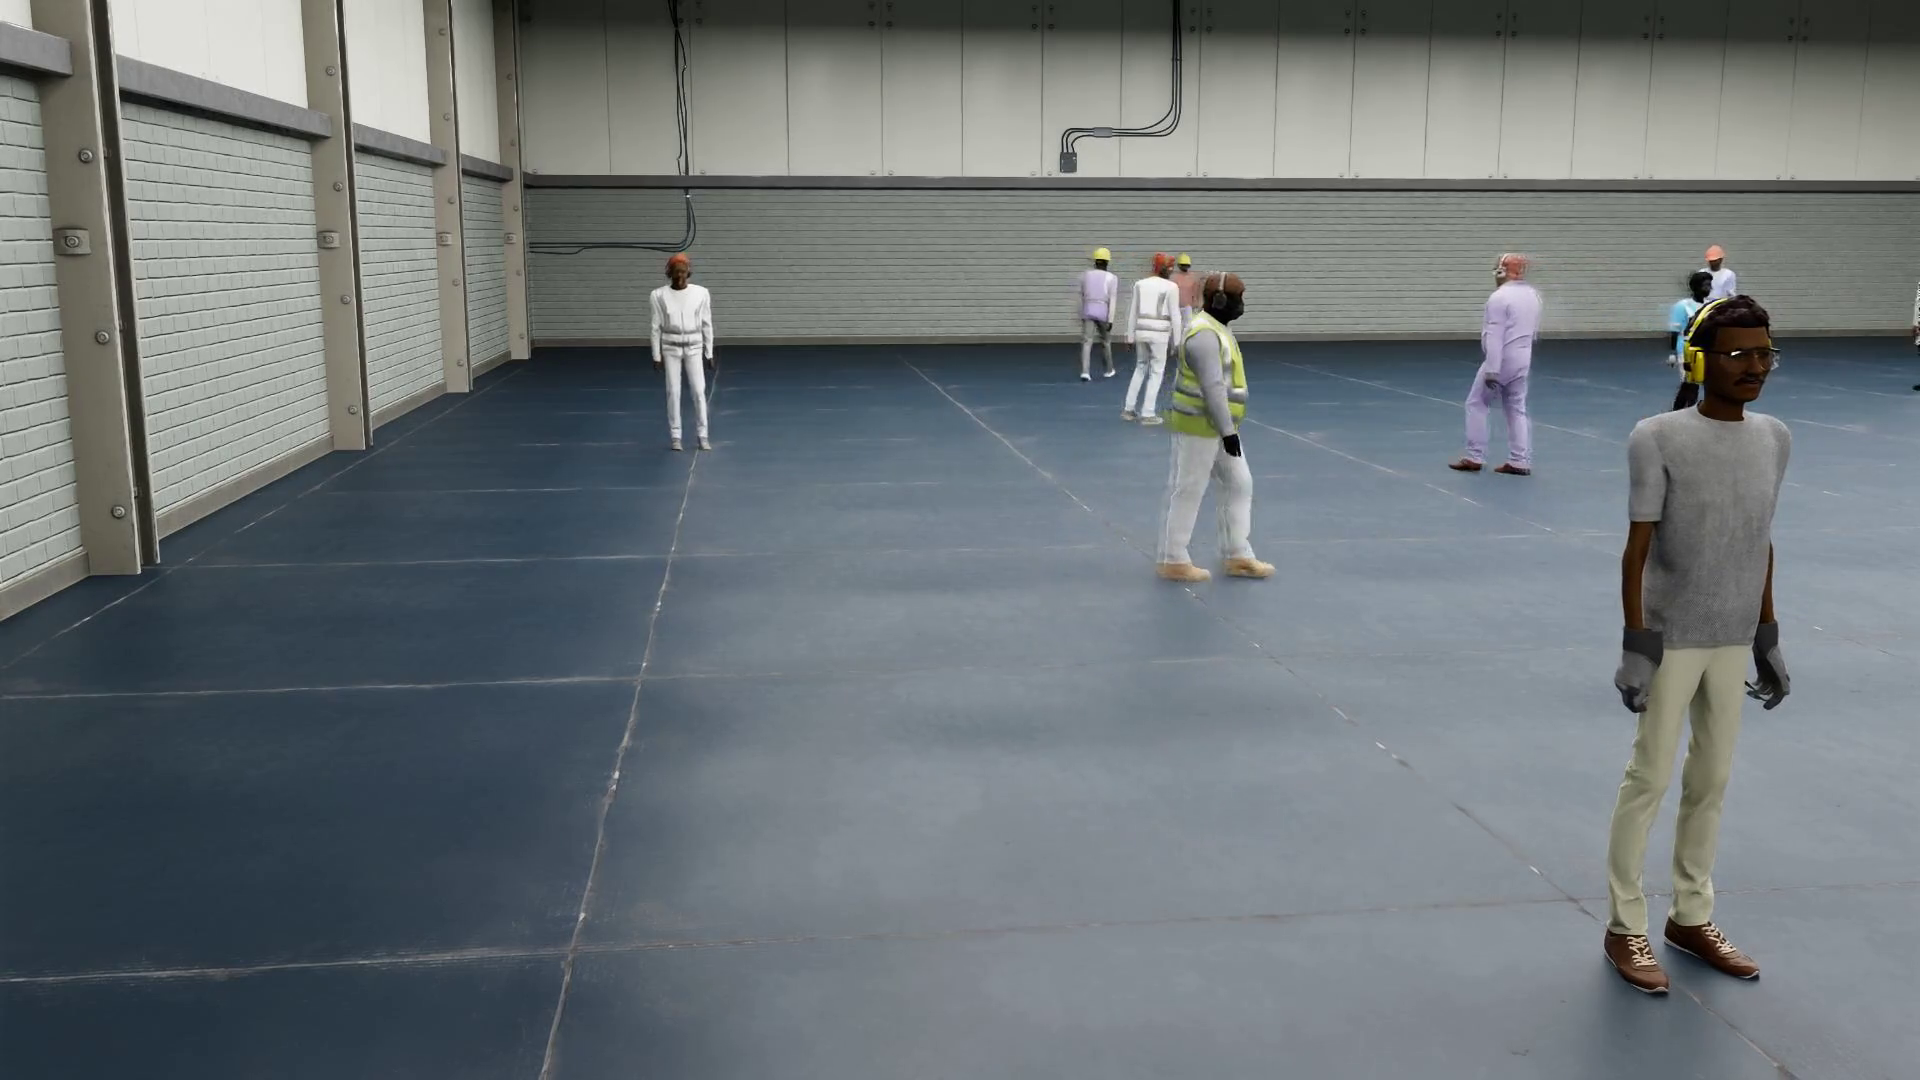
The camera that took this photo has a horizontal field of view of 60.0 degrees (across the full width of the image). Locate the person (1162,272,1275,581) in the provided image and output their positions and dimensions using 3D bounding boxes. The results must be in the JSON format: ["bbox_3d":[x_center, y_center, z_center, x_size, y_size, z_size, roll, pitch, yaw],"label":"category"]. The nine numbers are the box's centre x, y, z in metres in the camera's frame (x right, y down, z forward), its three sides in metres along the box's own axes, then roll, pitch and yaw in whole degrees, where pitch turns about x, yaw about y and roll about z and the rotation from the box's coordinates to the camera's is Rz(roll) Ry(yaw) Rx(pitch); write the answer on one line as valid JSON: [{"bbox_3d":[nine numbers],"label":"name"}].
[{"bbox_3d":[1.559,-0.642,9.722,0.783,1.813,0.640,4,11,21],"label":"person"}]

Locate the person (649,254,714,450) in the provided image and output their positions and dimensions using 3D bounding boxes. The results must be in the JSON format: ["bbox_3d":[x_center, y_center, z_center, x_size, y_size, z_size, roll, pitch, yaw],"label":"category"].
[{"bbox_3d":[-2.634,-1.761,15.751,0.598,1.861,0.444,-3,11,-14],"label":"person"}]

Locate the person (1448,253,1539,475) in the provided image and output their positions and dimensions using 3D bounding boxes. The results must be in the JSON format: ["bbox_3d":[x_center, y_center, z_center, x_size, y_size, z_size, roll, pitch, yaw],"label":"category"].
[{"bbox_3d":[4.576,-1.502,14.260,0.675,1.875,0.781,-8,13,-39],"label":"person"}]

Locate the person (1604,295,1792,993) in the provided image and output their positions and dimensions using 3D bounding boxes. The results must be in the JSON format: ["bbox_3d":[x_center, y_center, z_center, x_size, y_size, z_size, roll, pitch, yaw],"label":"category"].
[{"bbox_3d":[2.015,0.281,4.497,0.517,1.873,0.328,-3,11,-16],"label":"person"}]

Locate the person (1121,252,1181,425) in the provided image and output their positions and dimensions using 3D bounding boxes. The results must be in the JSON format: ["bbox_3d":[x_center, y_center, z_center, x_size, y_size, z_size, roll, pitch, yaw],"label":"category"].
[{"bbox_3d":[2.095,-2.169,17.951,0.671,1.865,0.404,9,14,42],"label":"person"}]

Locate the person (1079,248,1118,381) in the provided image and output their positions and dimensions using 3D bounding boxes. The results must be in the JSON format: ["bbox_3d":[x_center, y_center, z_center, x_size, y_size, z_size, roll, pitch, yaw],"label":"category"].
[{"bbox_3d":[1.958,-3.202,23.640,0.589,1.874,1.040,4,11,21],"label":"person"}]

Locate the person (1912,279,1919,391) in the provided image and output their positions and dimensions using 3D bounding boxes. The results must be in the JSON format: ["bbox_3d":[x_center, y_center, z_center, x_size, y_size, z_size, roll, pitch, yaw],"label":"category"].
[{"bbox_3d":[12.665,-2.848,21.540,0.549,1.916,0.749,0,10,-2],"label":"person"}]

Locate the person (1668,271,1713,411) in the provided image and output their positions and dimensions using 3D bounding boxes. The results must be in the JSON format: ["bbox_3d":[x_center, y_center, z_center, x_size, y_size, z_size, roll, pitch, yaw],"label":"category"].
[{"bbox_3d":[7.517,-1.878,16.873,0.539,1.666,0.756,-5,11,-26],"label":"person"}]

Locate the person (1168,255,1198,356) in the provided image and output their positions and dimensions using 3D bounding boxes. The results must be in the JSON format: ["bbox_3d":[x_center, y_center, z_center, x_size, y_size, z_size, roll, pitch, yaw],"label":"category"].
[{"bbox_3d":[3.741,-3.934,28.032,0.524,1.717,0.944,0,10,1],"label":"person"}]

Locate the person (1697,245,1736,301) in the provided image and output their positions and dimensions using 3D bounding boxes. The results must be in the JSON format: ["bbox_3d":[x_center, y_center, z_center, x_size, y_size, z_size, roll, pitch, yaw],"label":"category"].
[{"bbox_3d":[11.031,-3.344,24.285,0.564,1.905,0.693,10,14,42],"label":"person"}]
